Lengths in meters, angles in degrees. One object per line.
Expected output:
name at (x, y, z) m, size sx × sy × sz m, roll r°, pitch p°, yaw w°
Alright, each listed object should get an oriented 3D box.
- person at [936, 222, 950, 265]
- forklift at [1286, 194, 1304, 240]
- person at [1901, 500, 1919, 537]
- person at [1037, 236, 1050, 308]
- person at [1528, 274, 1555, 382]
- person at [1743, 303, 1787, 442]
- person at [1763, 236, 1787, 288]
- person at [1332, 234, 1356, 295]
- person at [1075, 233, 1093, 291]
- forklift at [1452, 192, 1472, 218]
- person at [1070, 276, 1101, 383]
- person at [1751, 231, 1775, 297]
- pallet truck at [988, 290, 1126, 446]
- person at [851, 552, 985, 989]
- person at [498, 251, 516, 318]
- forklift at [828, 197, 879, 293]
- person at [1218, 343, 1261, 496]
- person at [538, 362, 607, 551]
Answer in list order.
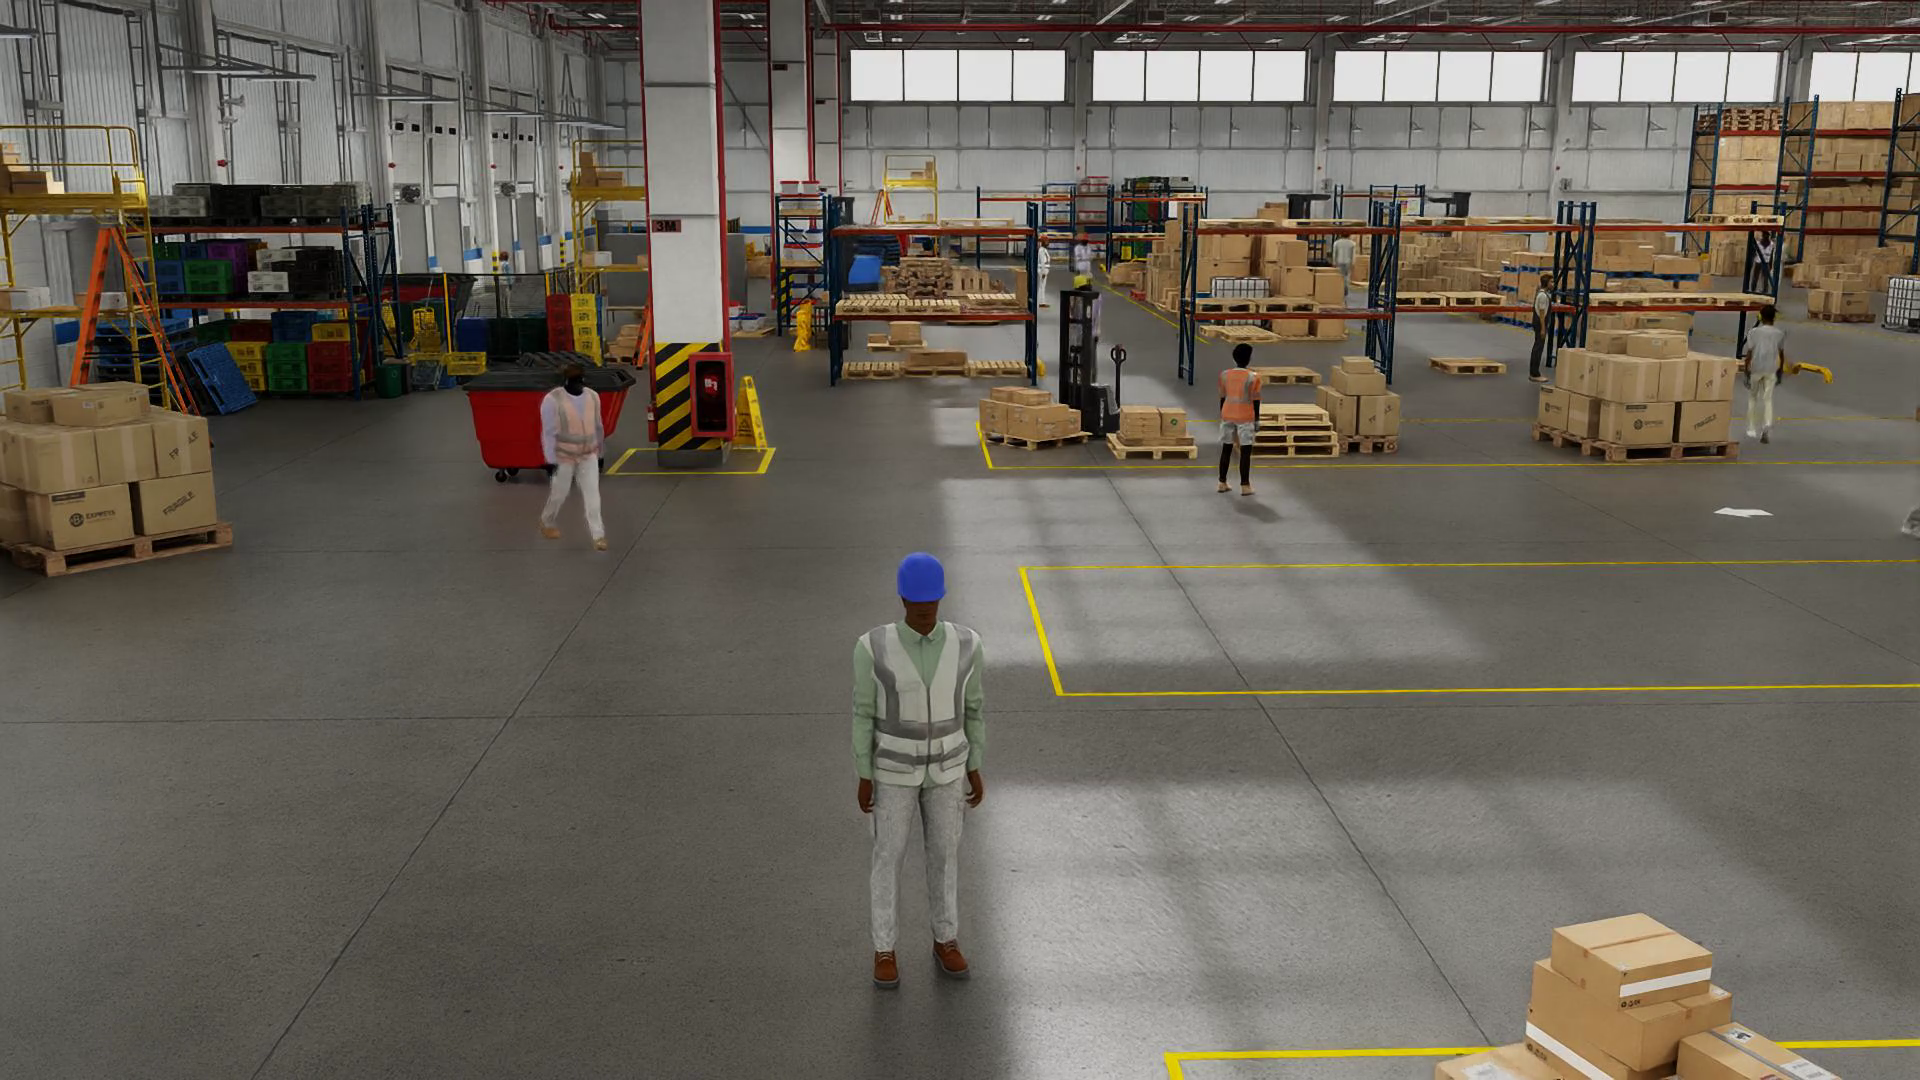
person at (-0.565, -9.675, 55.592) m, size 0.510 × 1.921 × 0.642 m, roll 3°, pitch 13°, yaw 15°
forklift at (11.014, -9.999, 54.867) m, size 1.873 × 2.768 × 1.129 m, roll 0°, pitch 12°, yaw -2°
person at (9.642, -0.820, 16.104) m, size 0.813 × 1.705 × 0.499 m, roll 6°, pitch 14°, yaw 23°
person at (2.221, -7.078, 43.952) m, size 0.355 × 1.882 × 0.576 m, roll 1°, pitch 13°, yaw 5°
person at (9.958, -3.629, 28.465) m, size 0.326 × 1.843 × 0.517 m, roll 3°, pitch 13°, yaw 14°
person at (10.720, -2.232, 22.168) m, size 0.514 × 1.838 × 0.828 m, roll 4°, pitch 13°, yaw 19°
person at (25.217, -8.597, 51.418) m, size 0.807 × 1.599 × 0.541 m, roll -10°, pitch 16°, yaw -38°
person at (11.074, -7.993, 48.053) m, size 0.635 × 1.901 × 0.950 m, roll 2°, pitch 13°, yaw 9°
person at (3.433, -7.435, 45.518) m, size 0.548 × 1.891 × 0.947 m, roll -5°, pitch 14°, yaw -22°
forklift at (18.041, -11.132, 59.984) m, size 1.873 × 2.768 × 1.129 m, roll 0°, pitch 12°, yaw -2°
person at (2.010, -3.348, 27.121) m, size 0.620 × 1.868 × 0.903 m, roll 7°, pitch 14°, yaw 28°
person at (23.096, -7.931, 47.853) m, size 0.631 × 1.868 × 0.805 m, roll 1°, pitch 13°, yaw 6°
pallet truck at (1.257, -2.299, 22.111) m, size 1.885 × 1.965 × 0.823 m, roll -9°, pitch 15°, yaw -35°
person at (-0.179, 1.001, 7.325) m, size 0.603 × 1.948 × 0.385 m, roll -4°, pitch 13°, yaw -16°
person at (-11.169, -6.260, 40.837) m, size 0.323 × 1.631 × 0.523 m, roll -10°, pitch 16°, yaw -38°
forklift at (-3.427, -8.677, 48.896) m, size 1.873 × 2.768 × 1.129 m, roll -8°, pitch 15°, yaw -31°
person at (3.102, -1.340, 18.491) m, size 0.534 × 1.692 × 0.321 m, roll 10°, pitch 16°, yaw 38°
person at (-3.731, -0.825, 15.935) m, size 0.663 × 1.799 × 0.907 m, roll -10°, pitch 16°, yaw -38°
